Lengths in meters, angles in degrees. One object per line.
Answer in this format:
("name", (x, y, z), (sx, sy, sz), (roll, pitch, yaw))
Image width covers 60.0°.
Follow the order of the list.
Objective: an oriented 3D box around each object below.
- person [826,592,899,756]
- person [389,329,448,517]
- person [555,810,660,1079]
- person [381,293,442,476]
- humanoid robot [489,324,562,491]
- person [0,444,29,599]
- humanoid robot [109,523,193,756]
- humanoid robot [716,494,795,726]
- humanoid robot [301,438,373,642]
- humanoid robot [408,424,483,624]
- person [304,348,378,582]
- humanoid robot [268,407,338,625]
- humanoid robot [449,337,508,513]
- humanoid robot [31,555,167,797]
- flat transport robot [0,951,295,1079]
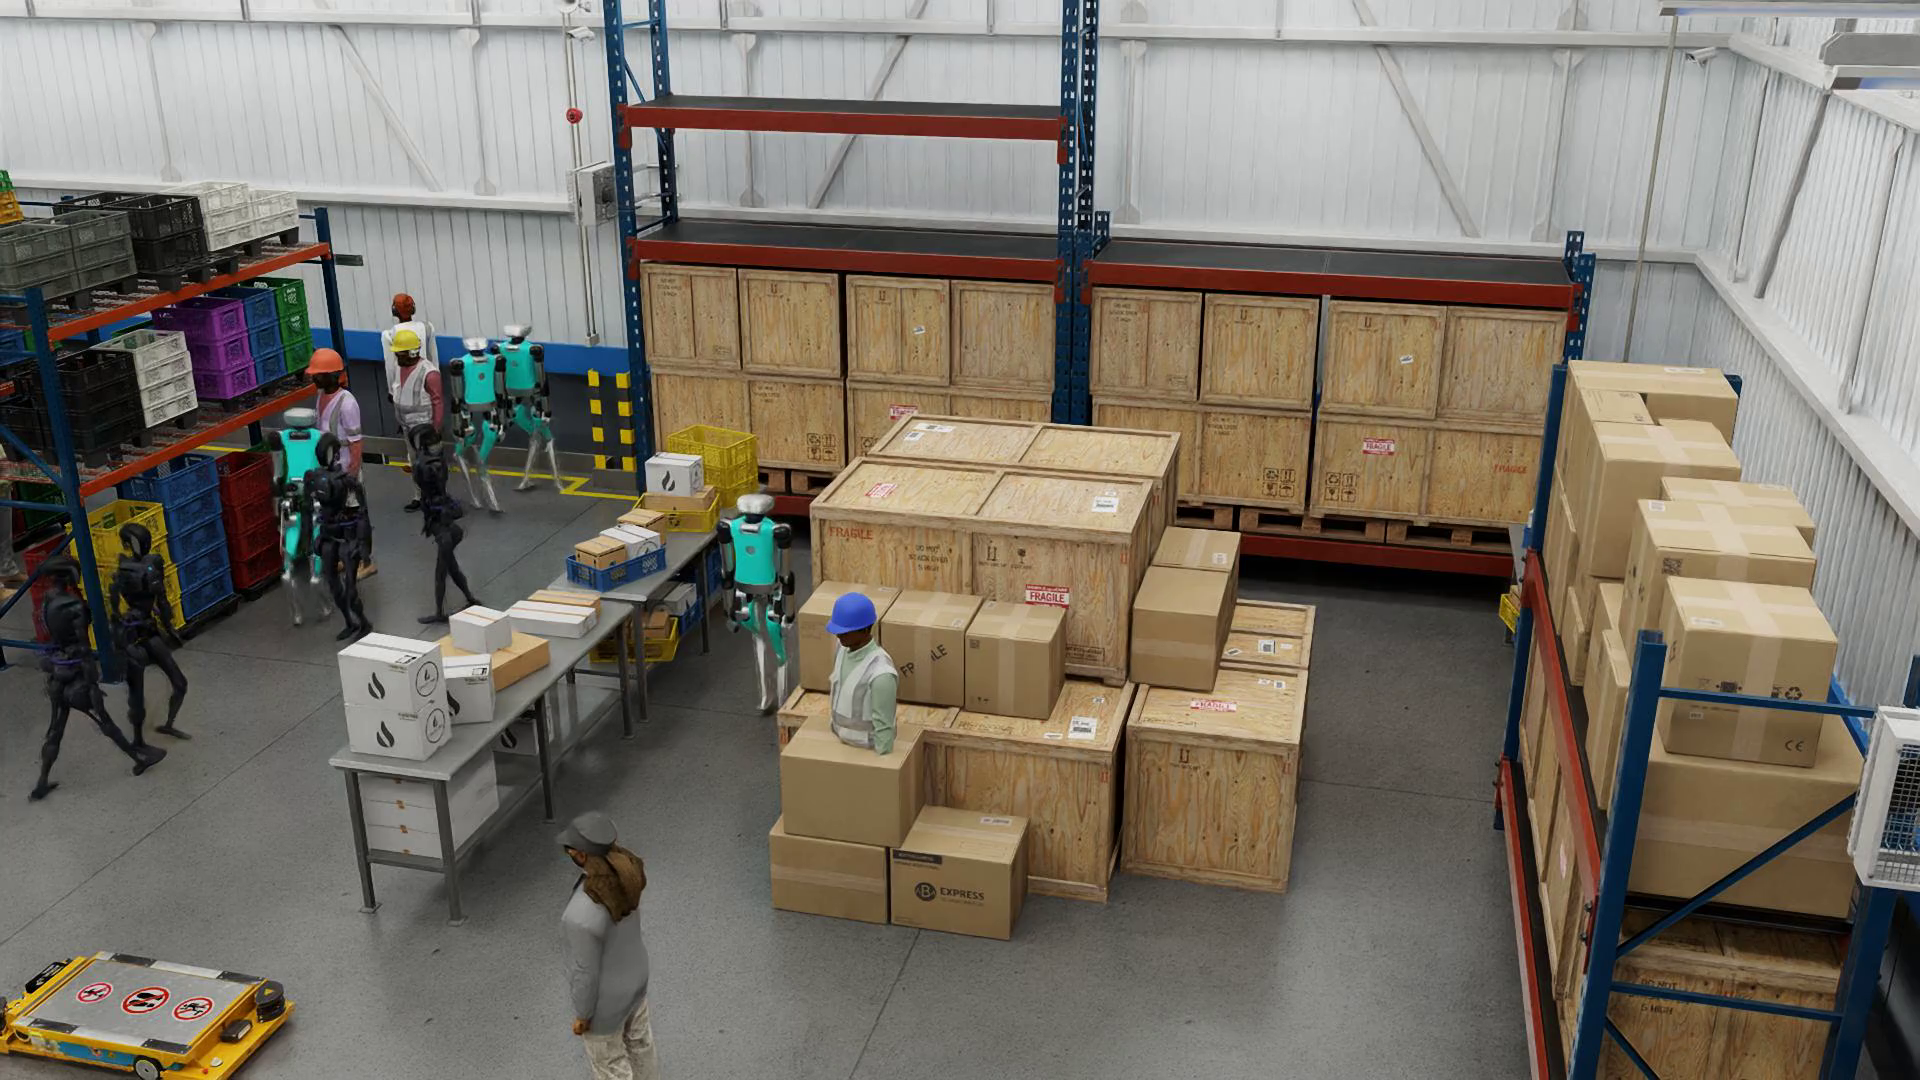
("person", (-0.565, 1.191, 9.597), (0.411, 1.939, 0.602), (-11, 23, -26))
("person", (-5.130, -1.107, 15.753), (0.595, 1.828, 0.403), (14, 25, 32))
("person", (-1.604, 2.035, 7.616), (0.399, 1.769, 0.572), (6, 22, 14))
("person", (-5.555, -1.575, 16.907), (0.574, 1.882, 0.356), (-19, 28, -41))
("humanoid robot", (-4.220, -1.315, 16.429), (0.549, 1.788, 0.782), (2, 21, 6))
("person", (-8.131, -0.414, 13.944), (0.431, 1.835, 0.622), (-2, 21, -5))
("humanoid robot", (-5.568, 0.668, 11.314), (0.372, 1.643, 0.610), (4, 21, 9))
("humanoid robot", (-1.370, 0.471, 11.830), (0.540, 1.831, 0.739), (4, 21, 10))
("humanoid robot", (-4.889, 0.000, 13.060), (0.600, 1.651, 0.347), (5, 22, 13))
("humanoid robot", (-4.235, -0.140, 13.456), (0.623, 1.636, 0.593), (-15, 26, -34))
("person", (-5.318, -0.646, 14.249), (0.606, 2.048, 0.366), (19, 28, 40))
("humanoid robot", (-5.254, -0.117, 13.309), (0.562, 1.778, 0.788), (-2, 21, -5))
("humanoid robot", (-4.614, -1.111, 15.899), (0.565, 1.757, 0.909), (-13, 25, -31))
("humanoid robot", (-5.784, 0.868, 10.871), (0.584, 1.615, 0.816), (18, 27, 39))
("flat transport robot", (-4.270, 2.464, 8.601), (1.431, 0.231, 0.659), (5, 22, 13))
